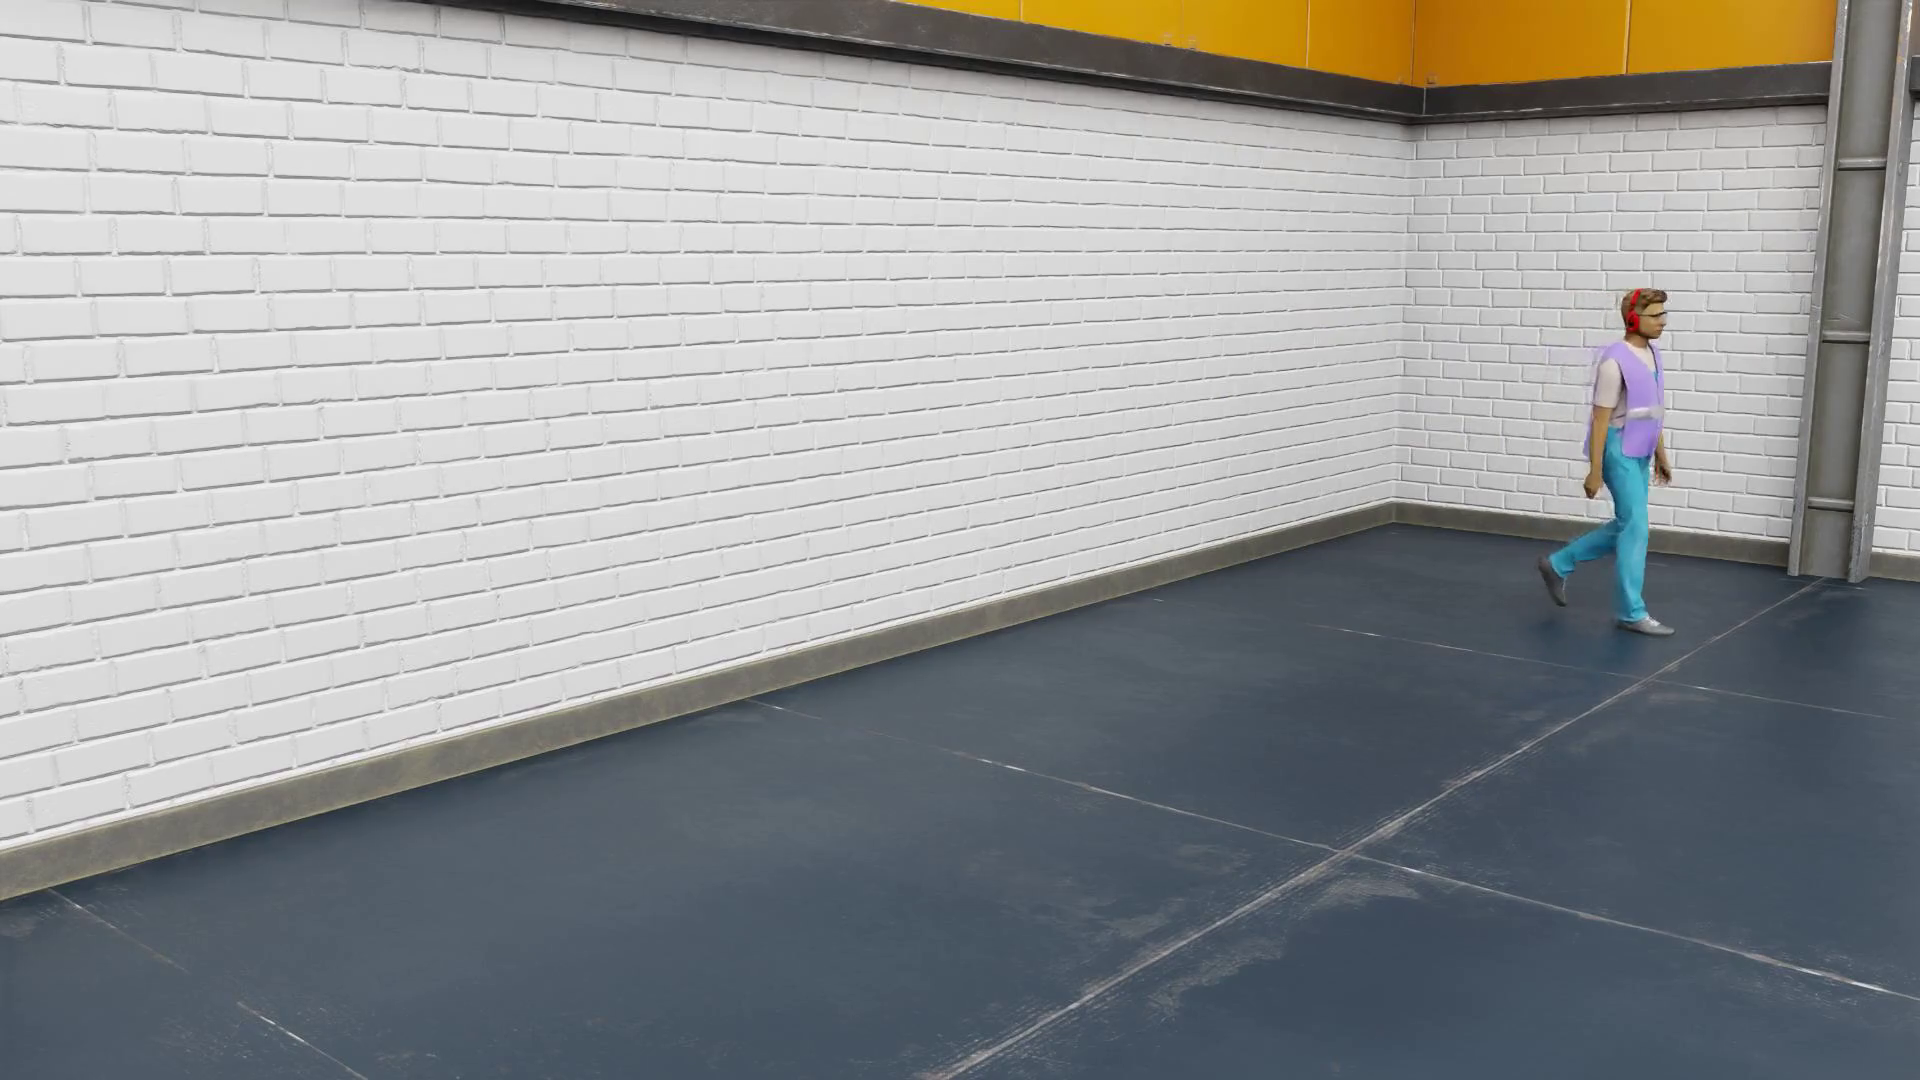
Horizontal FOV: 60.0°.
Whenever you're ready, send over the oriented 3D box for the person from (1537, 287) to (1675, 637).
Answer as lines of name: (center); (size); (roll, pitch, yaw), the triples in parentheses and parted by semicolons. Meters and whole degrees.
person: (3.471, -0.428, 8.833); (0.720, 1.825, 0.574); (8, 13, 40)
